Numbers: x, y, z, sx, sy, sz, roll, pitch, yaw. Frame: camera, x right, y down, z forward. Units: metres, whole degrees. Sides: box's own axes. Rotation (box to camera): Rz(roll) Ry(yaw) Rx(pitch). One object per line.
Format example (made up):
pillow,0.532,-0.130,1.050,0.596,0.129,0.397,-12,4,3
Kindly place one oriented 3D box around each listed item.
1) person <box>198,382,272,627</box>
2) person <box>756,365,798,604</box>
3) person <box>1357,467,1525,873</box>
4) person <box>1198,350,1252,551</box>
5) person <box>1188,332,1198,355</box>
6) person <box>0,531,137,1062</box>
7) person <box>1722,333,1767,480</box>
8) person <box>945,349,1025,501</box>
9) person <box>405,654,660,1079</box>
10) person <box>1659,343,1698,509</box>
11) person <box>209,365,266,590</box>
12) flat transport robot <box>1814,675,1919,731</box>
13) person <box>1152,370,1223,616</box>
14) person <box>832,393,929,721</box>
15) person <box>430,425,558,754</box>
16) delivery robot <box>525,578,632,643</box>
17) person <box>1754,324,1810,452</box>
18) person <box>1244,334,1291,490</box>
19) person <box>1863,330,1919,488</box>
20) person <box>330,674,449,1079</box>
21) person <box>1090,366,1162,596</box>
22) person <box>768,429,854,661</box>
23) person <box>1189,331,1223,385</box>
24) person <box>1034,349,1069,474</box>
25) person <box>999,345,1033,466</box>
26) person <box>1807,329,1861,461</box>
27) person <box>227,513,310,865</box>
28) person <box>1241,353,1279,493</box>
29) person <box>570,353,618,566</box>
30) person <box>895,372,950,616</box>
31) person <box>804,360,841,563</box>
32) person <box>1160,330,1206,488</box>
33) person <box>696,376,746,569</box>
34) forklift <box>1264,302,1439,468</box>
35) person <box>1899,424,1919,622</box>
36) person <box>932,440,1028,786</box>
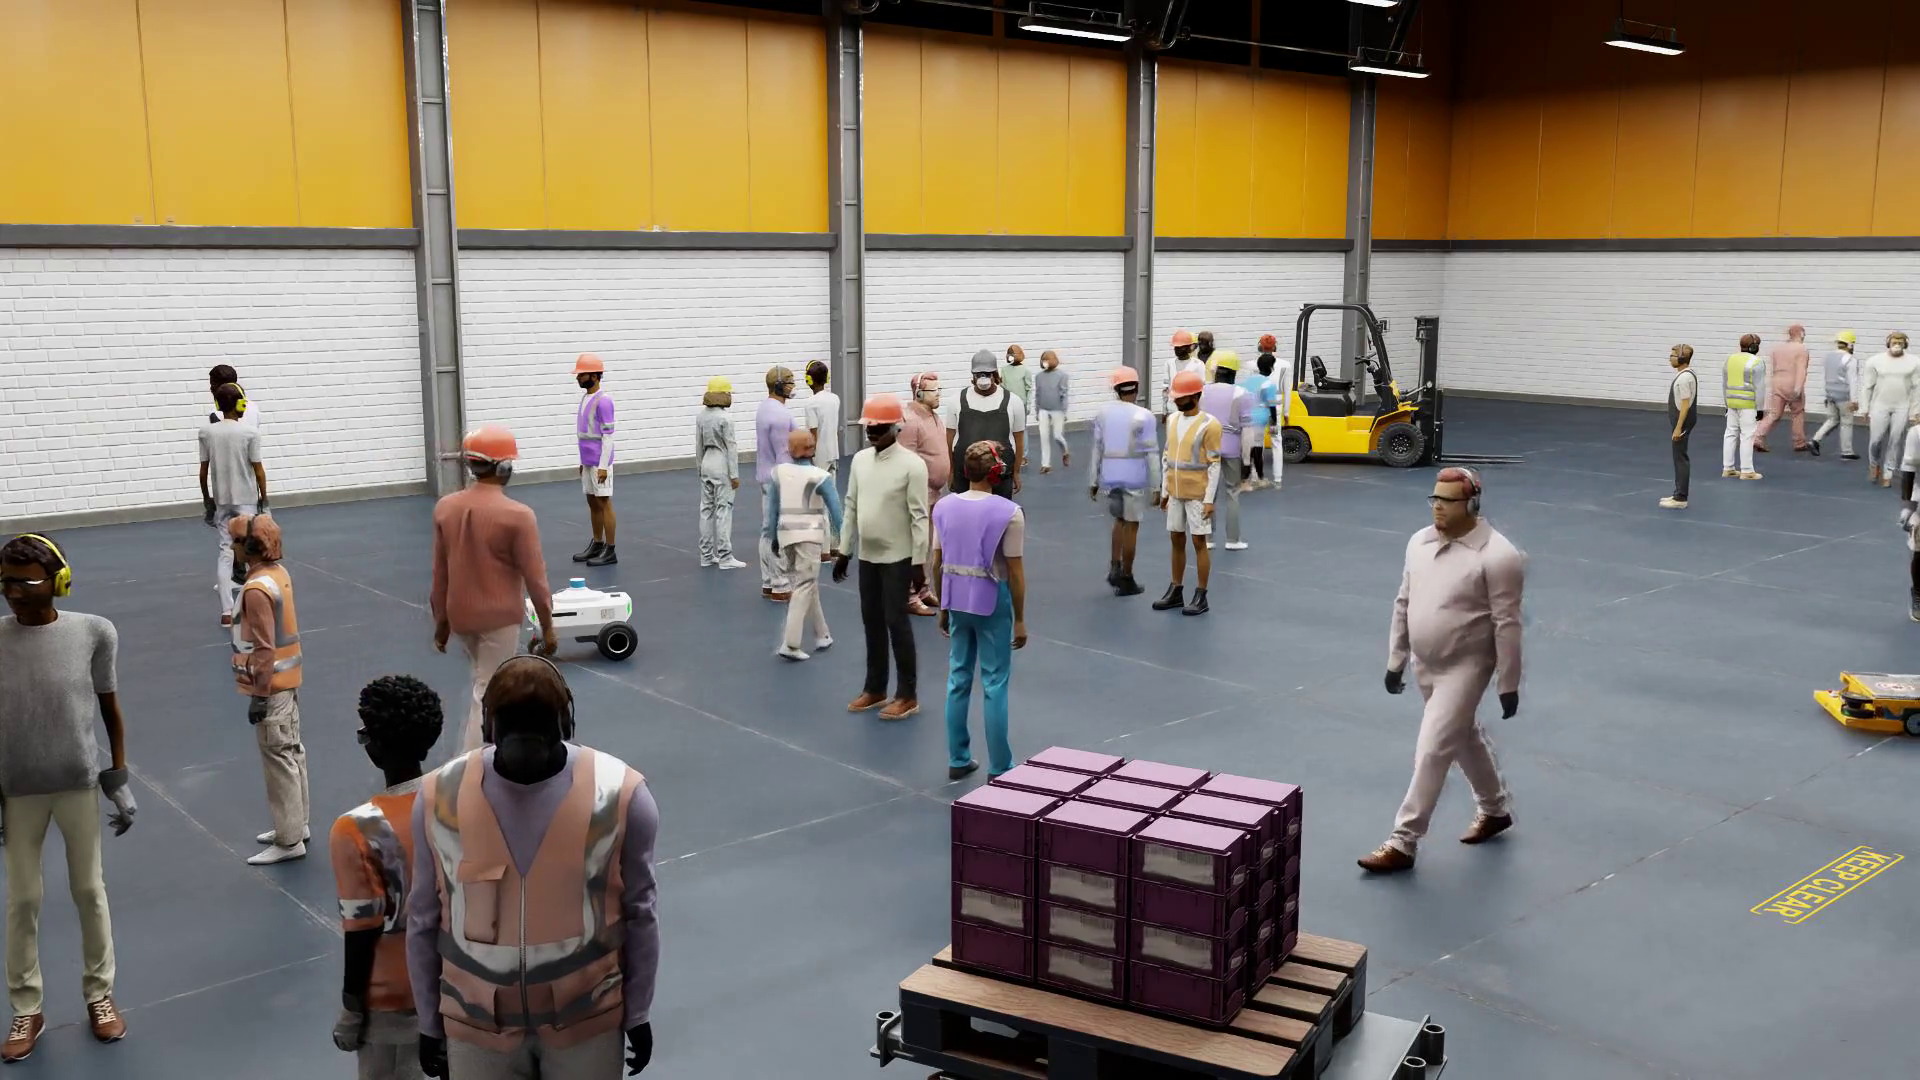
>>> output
person,-5.497,-0.261,12.640,0.535,1.861,0.309,1,10,4
person,-1.466,-0.450,13.521,0.372,1.940,0.629,-4,10,-20
person,2.278,0.580,7.738,1.024,1.856,0.657,-5,11,-26
person,2.492,-0.844,15.906,0.631,1.916,0.397,5,11,26
person,3.203,-2.006,23.134,0.528,1.768,0.313,9,13,42
person,-3.216,0.891,5.890,0.520,1.865,0.332,-5,11,-26
person,9.932,-1.686,21.040,0.429,1.844,0.625,-4,10,-20
person,0.207,-0.594,14.062,0.679,2.000,0.537,0,10,2
person,-1.065,1.192,4.186,0.627,1.845,0.429,-1,10,-8
person,8.056,-1.272,18.605,0.329,1.844,0.509,5,11,27
person,-6.093,-0.523,14.039,0.397,1.911,0.587,1,10,8
flat transport robot,5.991,0.988,9.972,1.431,0.197,0.652,2,10,12
person,1.783,-0.371,13.085,0.374,1.928,0.542,-9,13,-41
person,-0.468,0.087,10.219,0.633,1.990,0.401,9,13,43
person,-2.331,0.382,8.585,0.641,1.952,0.924,5,11,26
delivery robot,-2.677,0.510,11.667,0.707,0.478,0.477,-4,10,-20
person,11.875,-2.178,23.927,0.924,1.852,0.684,-4,10,-20
person,3.699,-1.545,20.089,0.585,1.882,0.337,-1,10,-6
person,11.335,-1.587,20.223,0.645,1.921,0.436,5,11,25
person,-1.495,1.201,4.559,0.315,1.696,0.541,5,11,26
person,1.387,-0.486,13.833,0.636,1.904,0.441,7,12,35
person,-1.107,0.036,11.676,0.578,1.608,0.685,7,12,36
person,3.237,-1.877,22.264,0.627,1.803,0.885,7,12,34
person,1.209,-1.674,21.630,0.515,1.614,0.511,6,11,30
person,0.746,-1.813,22.389,0.507,1.631,0.266,7,12,34
person,12.104,-1.984,22.849,0.624,1.818,0.614,-1,10,-8
person,-3.217,0.685,7.748,0.308,1.639,0.523,-2,10,-13
person,3.598,-1.388,19.816,0.749,1.647,0.544,-5,11,-27
person,-3.343,-0.731,15.167,0.359,1.938,0.545,-7,12,-35
person,-0.274,-0.371,13.145,0.402,1.911,0.638,3,10,19
person,-1.289,-0.713,15.286,0.336,1.864,0.521,5,11,28
person,2.676,-1.564,20.052,0.552,1.933,0.368,6,11,32
person,-2.175,-0.613,15.049,0.492,1.740,0.320,8,13,40
forklift,5.320,-2.157,22.763,2.313,2.155,1.214,3,10,16
person,7.355,-0.262,12.439,0.603,1.934,0.944,5,11,27
person,0.097,0.391,8.864,0.565,1.847,0.396,7,12,35
